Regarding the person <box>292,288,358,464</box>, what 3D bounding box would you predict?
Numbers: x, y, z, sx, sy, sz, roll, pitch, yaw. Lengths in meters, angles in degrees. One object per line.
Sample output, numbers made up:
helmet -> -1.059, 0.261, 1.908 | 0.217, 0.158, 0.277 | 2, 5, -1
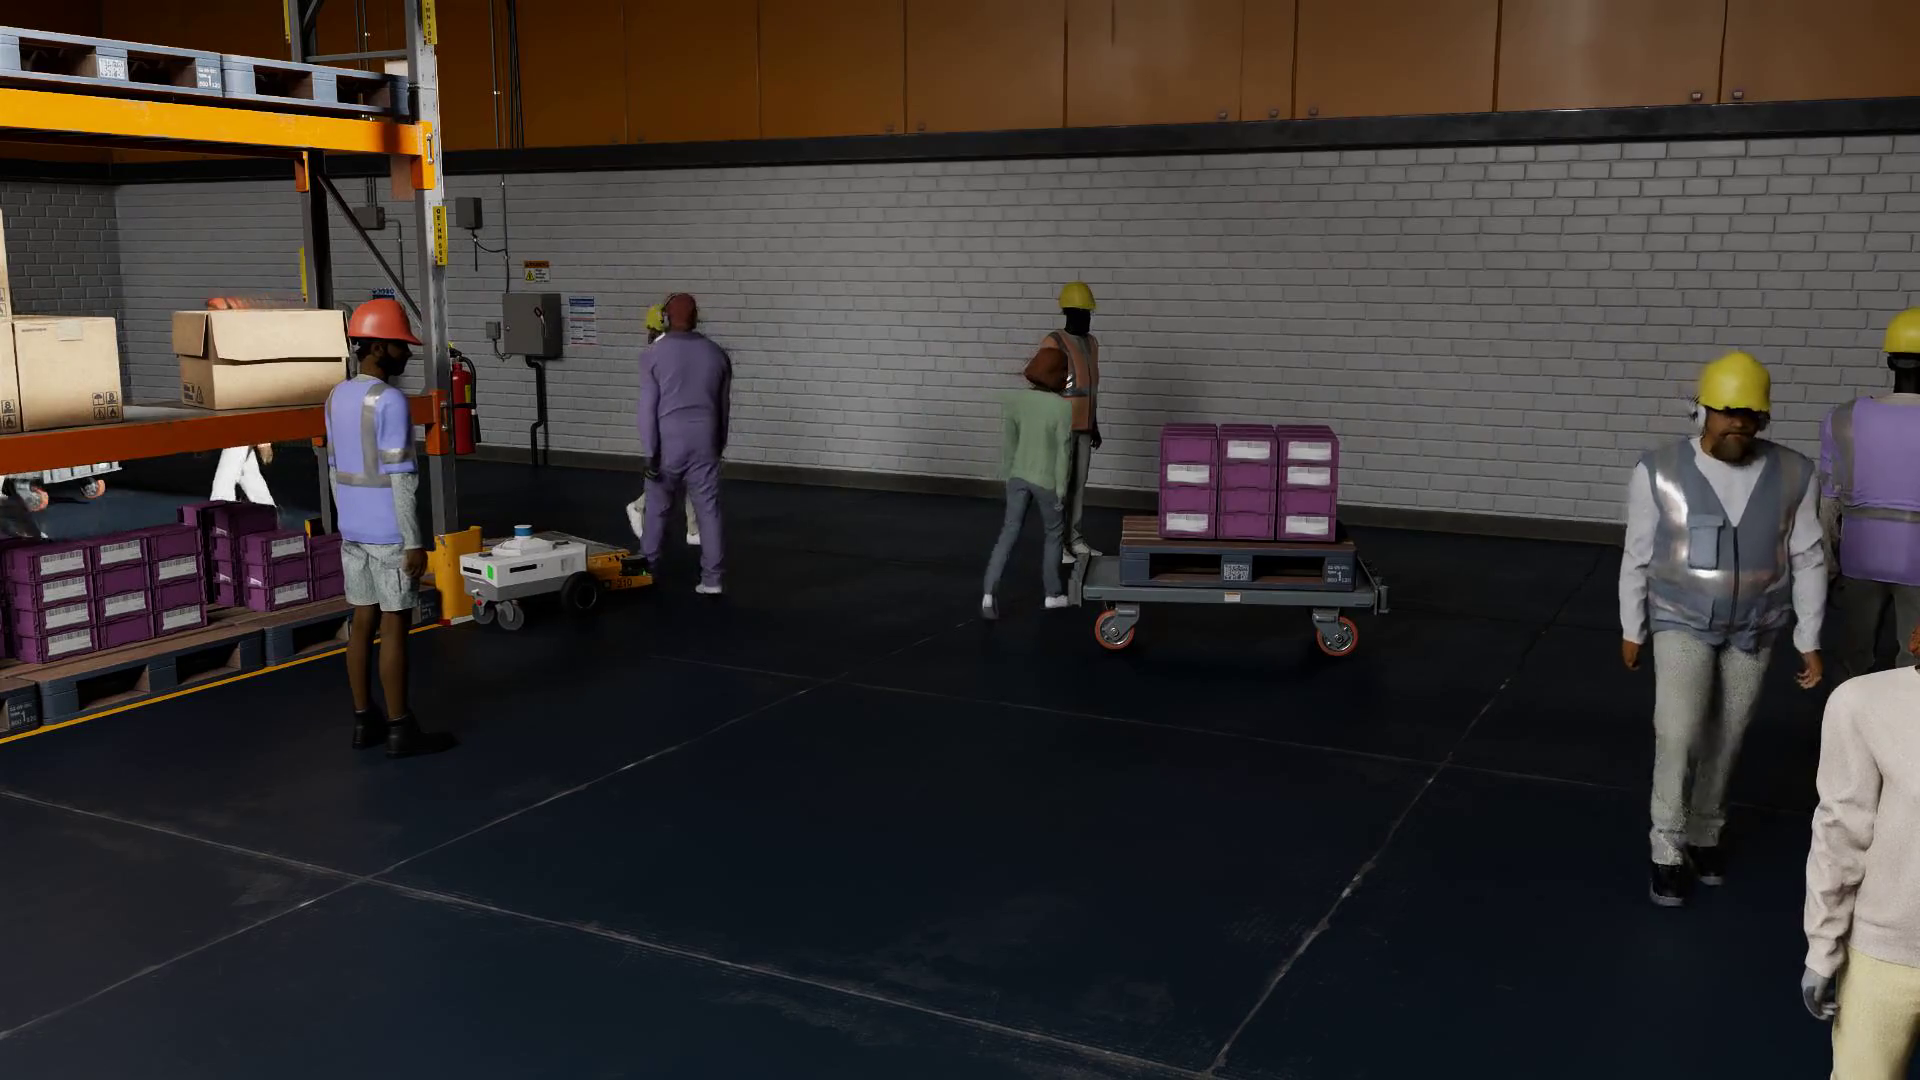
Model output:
person -> -6.398, -1.733, 16.807 | 0.631, 1.940, 0.372 | -2, 10, -12

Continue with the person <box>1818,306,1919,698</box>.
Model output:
person -> 3.506, 0.099, 6.223 | 0.359, 1.930, 0.587 | -10, 14, -44

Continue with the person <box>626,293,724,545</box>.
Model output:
person -> -2.076, -0.855, 12.012 | 0.611, 1.850, 0.592 | 4, 10, 20

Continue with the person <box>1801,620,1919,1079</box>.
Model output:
person -> 1.830, 0.794, 3.080 | 0.497, 1.629, 0.277 | 4, 11, 22

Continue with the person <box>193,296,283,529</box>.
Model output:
person -> -4.904, -0.685, 11.037 | 0.603, 1.829, 0.960 | 8, 13, 39

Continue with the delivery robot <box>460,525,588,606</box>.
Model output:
delivery robot -> -2.513, 0.156, 9.600 | 0.477, 0.478, 0.707 | 8, 13, 40

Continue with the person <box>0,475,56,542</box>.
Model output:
person -> -6.165, -0.645, 10.551 | 0.643, 1.927, 0.474 | 6, 12, 32

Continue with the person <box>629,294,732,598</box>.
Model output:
person -> -1.773, -0.599, 10.446 | 0.656, 1.863, 0.930 | -6, 12, -32

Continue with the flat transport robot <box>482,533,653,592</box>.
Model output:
flat transport robot -> -2.650, 0.140, 10.781 | 0.652, 0.197, 1.431 | -9, 13, -41

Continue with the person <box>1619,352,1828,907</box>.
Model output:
person -> 2.497, 0.300, 5.432 | 0.602, 1.804, 0.694 | 2, 10, 9

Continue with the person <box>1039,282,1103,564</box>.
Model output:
person -> 0.786, -0.806, 11.467 | 0.367, 1.926, 0.594 | 8, 12, 37

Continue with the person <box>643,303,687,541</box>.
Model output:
person -> -2.119, -0.889, 12.484 | 0.812, 1.763, 0.649 | -6, 12, -31

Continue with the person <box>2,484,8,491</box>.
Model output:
person -> -8.867, -1.407, 14.622 | 0.697, 2.000, 0.599 | 3, 10, 16

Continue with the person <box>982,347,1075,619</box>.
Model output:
person -> 0.412, -0.328, 9.694 | 0.543, 1.592, 0.821 | 7, 12, 37

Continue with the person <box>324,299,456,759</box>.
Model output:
person -> -2.435, -0.045, 7.050 | 0.545, 1.933, 0.376 | 9, 13, 41
